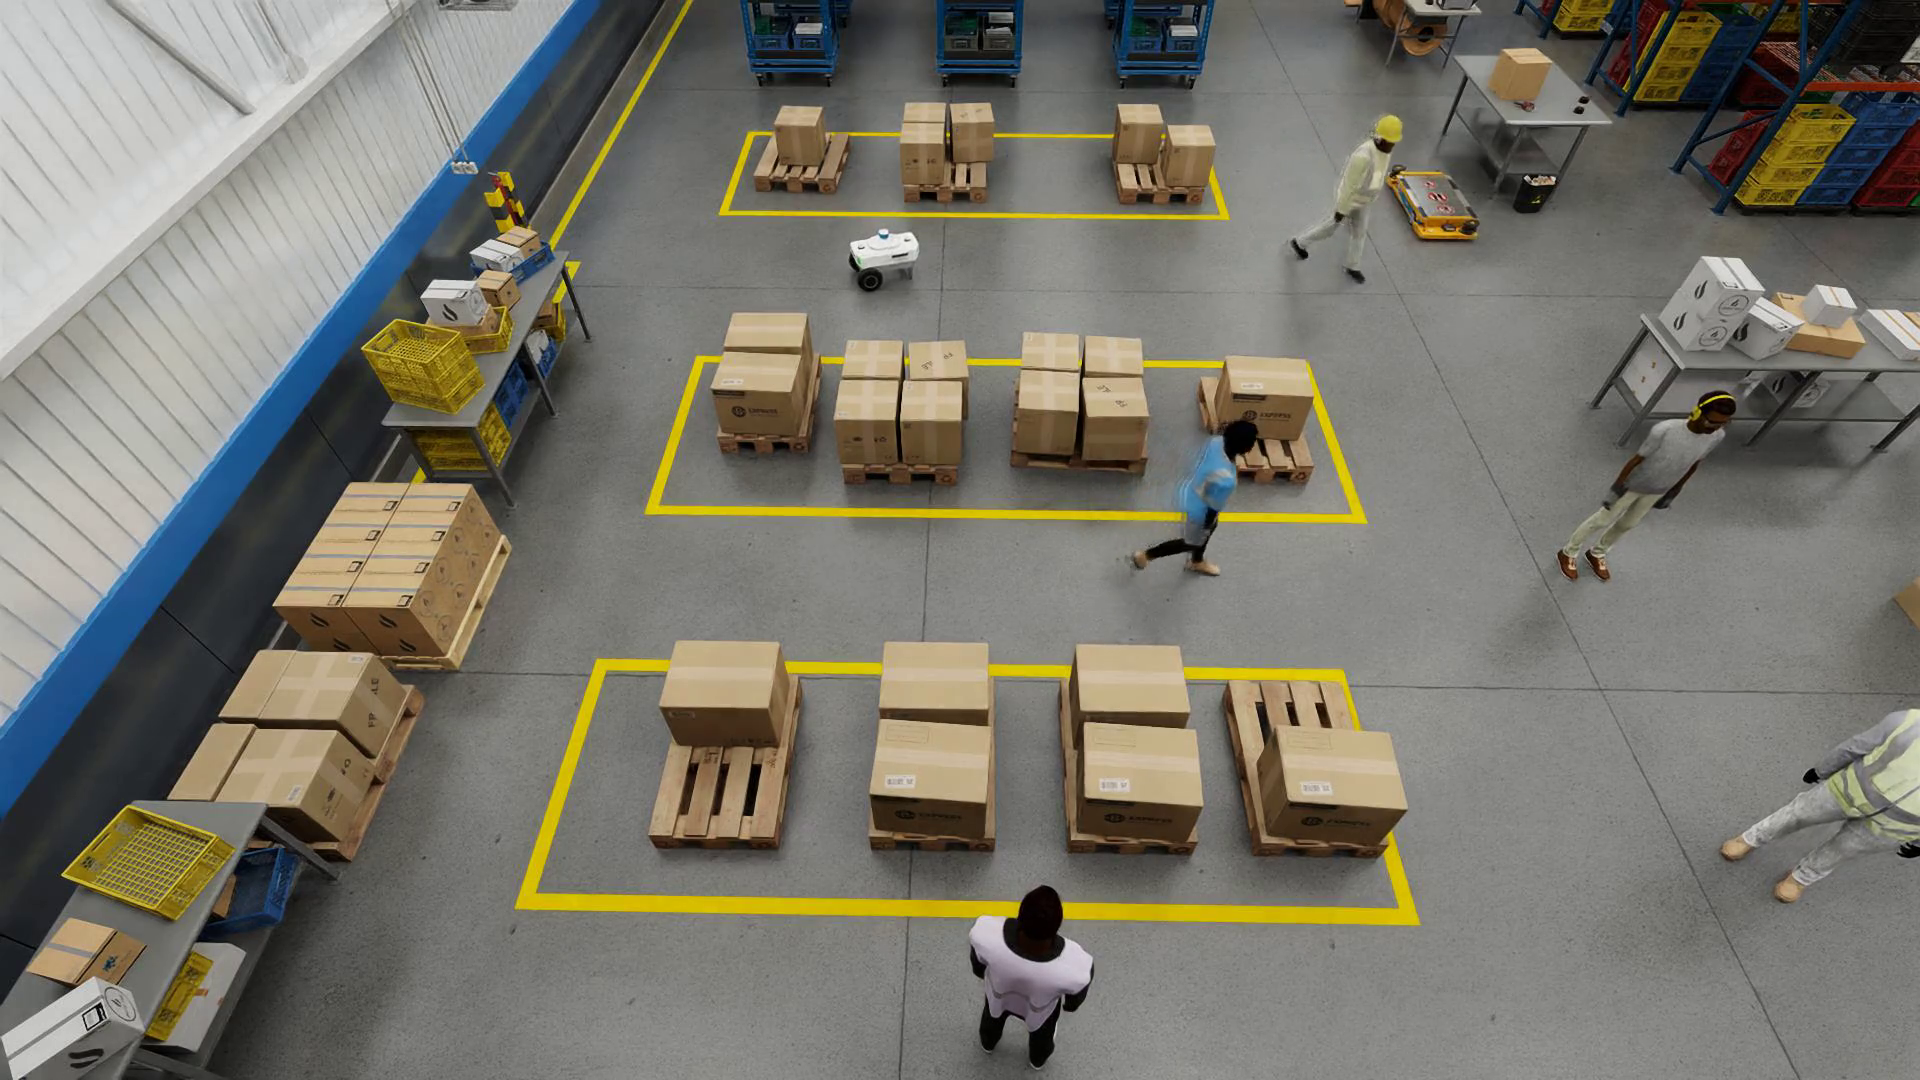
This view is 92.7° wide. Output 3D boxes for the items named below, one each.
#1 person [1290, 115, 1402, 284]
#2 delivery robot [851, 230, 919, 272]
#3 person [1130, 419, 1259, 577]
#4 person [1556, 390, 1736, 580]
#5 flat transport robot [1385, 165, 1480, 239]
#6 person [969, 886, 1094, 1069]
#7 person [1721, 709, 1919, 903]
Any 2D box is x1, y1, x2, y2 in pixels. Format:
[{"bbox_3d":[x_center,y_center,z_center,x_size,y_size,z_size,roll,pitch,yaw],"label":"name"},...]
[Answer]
[{"bbox_3d":[4.134,-3.664,9.697,0.632,1.788,0.879,-31,56,-24],"label":"person"},{"bbox_3d":[-0.812,-3.141,9.988,0.707,0.478,0.477,-13,50,-11],"label":"delivery robot"},{"bbox_3d":[1.742,-0.279,6.839,0.681,1.665,0.545,8,50,7],"label":"person"},{"bbox_3d":[5.079,-0.375,6.800,0.503,1.862,0.327,4,49,4],"label":"person"},{"bbox_3d":[5.692,-4.094,11.059,0.652,0.197,1.431,1,49,1],"label":"flat transport robot"},{"bbox_3d":[0.322,2.210,4.531,0.586,1.910,0.395,14,51,12],"label":"person"},{"bbox_3d":[5.166,1.500,5.185,0.429,1.841,0.633,-27,54,-22],"label":"person"}]
